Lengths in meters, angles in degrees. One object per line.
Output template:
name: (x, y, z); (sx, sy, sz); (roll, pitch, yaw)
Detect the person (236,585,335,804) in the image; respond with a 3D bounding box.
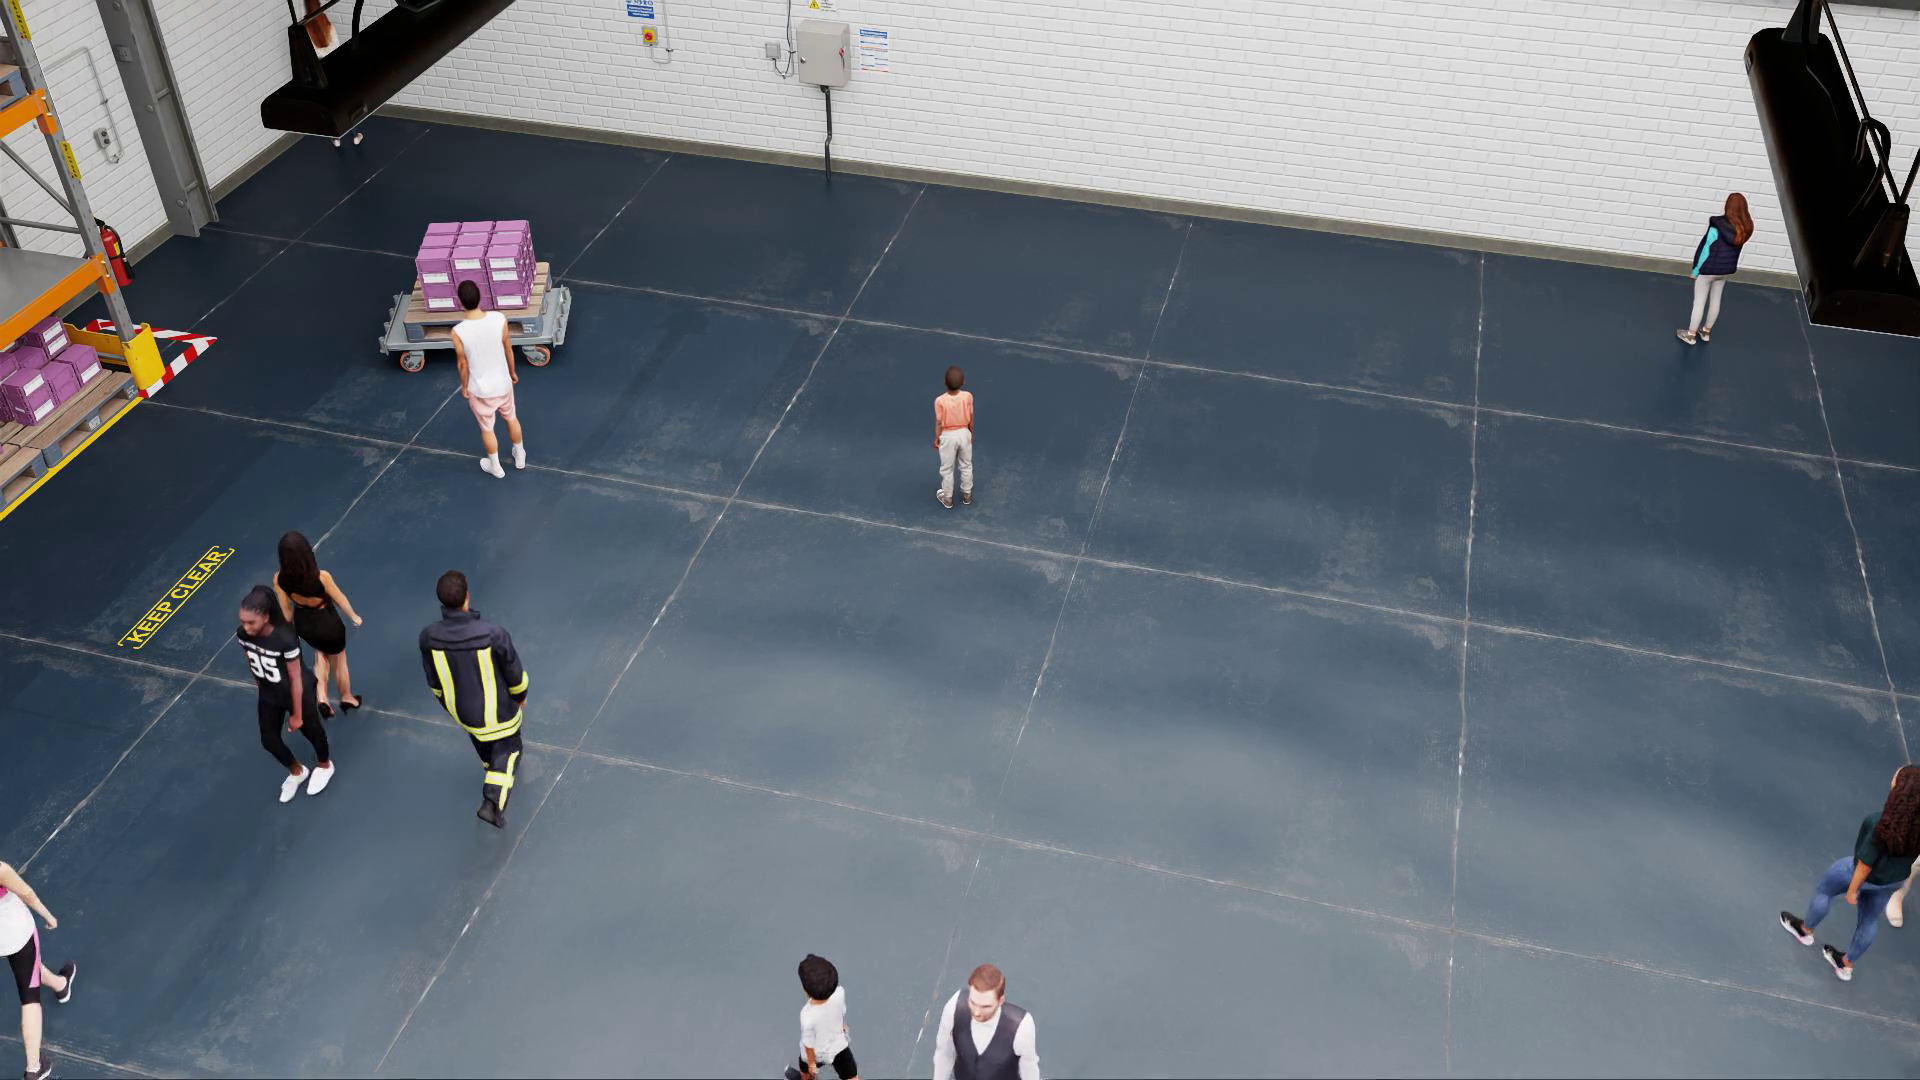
person: (-4.328, 0.952, 10.836); (0.603, 1.719, 0.622); (9, 39, 11)

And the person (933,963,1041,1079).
person: (0.190, 2.723, 8.454); (0.762, 1.926, 0.820); (17, 42, 21)

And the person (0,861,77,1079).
person: (-5.276, 2.268, 9.166); (0.966, 1.748, 1.245); (-6, 39, -8)

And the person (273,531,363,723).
person: (-4.362, 0.656, 11.274); (0.649, 1.636, 0.675); (5, 39, 6)

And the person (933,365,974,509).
person: (-0.041, -0.835, 13.402); (0.566, 1.310, 0.597); (-9, 39, -11)

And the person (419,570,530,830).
person: (-3.056, 1.038, 10.580); (0.908, 1.907, 1.132); (2, 39, 2)

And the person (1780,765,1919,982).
person: (5.355, 1.989, 9.633); (0.758, 1.601, 0.861); (-7, 39, -8)

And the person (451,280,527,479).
person: (-3.859, -1.309, 13.612); (0.710, 1.789, 0.792); (-25, 45, -28)

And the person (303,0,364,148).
person: (-7.062, -5.249, 18.594); (0.652, 1.728, 0.667); (-10, 40, -12)

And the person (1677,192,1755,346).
person: (6.974, -2.511, 15.349); (0.685, 1.499, 0.722); (-10, 40, -12)

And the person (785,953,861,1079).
person: (-0.675, 2.738, 8.984); (0.814, 1.240, 0.886); (31, 48, 33)
